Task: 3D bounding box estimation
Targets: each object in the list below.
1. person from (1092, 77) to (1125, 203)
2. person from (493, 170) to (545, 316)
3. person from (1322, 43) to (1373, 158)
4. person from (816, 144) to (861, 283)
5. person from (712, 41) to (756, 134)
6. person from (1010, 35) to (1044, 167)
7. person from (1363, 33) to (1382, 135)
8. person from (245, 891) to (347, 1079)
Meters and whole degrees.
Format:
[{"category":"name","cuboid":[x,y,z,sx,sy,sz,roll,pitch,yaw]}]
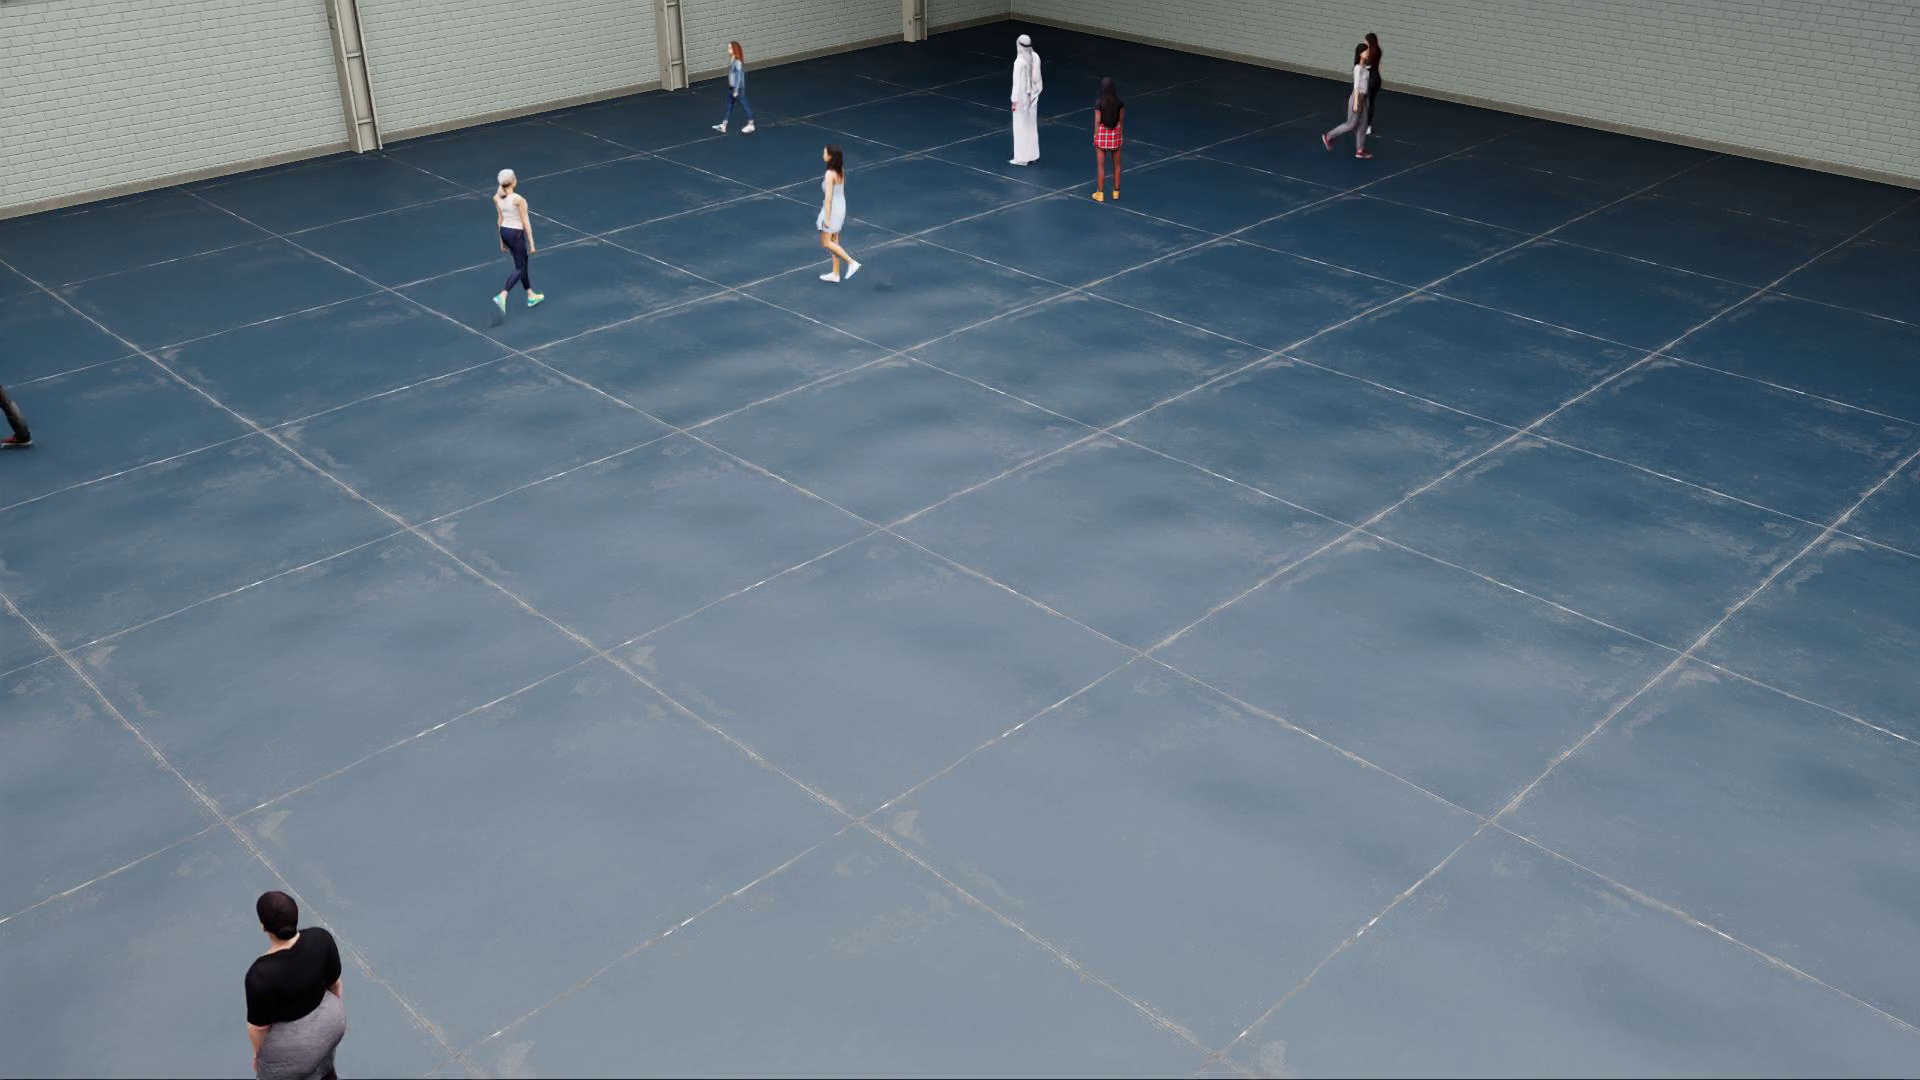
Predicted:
[{"category":"person","cuboid":[2.096,-5.664,23.501,0.684,1.725,0.780,-8,29,-15]},{"category":"person","cuboid":[-5.243,-3.446,19.387,0.819,1.678,1.167,14,31,24]},{"category":"person","cuboid":[6.013,-6.738,25.532,0.881,1.712,1.045,13,31,23]},{"category":"person","cuboid":[-1.464,-3.967,20.318,0.859,1.722,0.836,8,29,15]},{"category":"person","cuboid":[-3.521,-7.284,26.840,1.004,1.447,0.726,-16,32,-28]},{"category":"person","cuboid":[0.986,-6.653,25.146,0.744,1.926,0.538,24,37,38]},{"category":"person","cuboid":[6.648,-7.402,26.889,0.555,1.610,0.788,-20,34,-32]},{"category":"person","cuboid":[-3.175,2.492,8.170,0.918,1.740,1.011,14,31,25]}]
